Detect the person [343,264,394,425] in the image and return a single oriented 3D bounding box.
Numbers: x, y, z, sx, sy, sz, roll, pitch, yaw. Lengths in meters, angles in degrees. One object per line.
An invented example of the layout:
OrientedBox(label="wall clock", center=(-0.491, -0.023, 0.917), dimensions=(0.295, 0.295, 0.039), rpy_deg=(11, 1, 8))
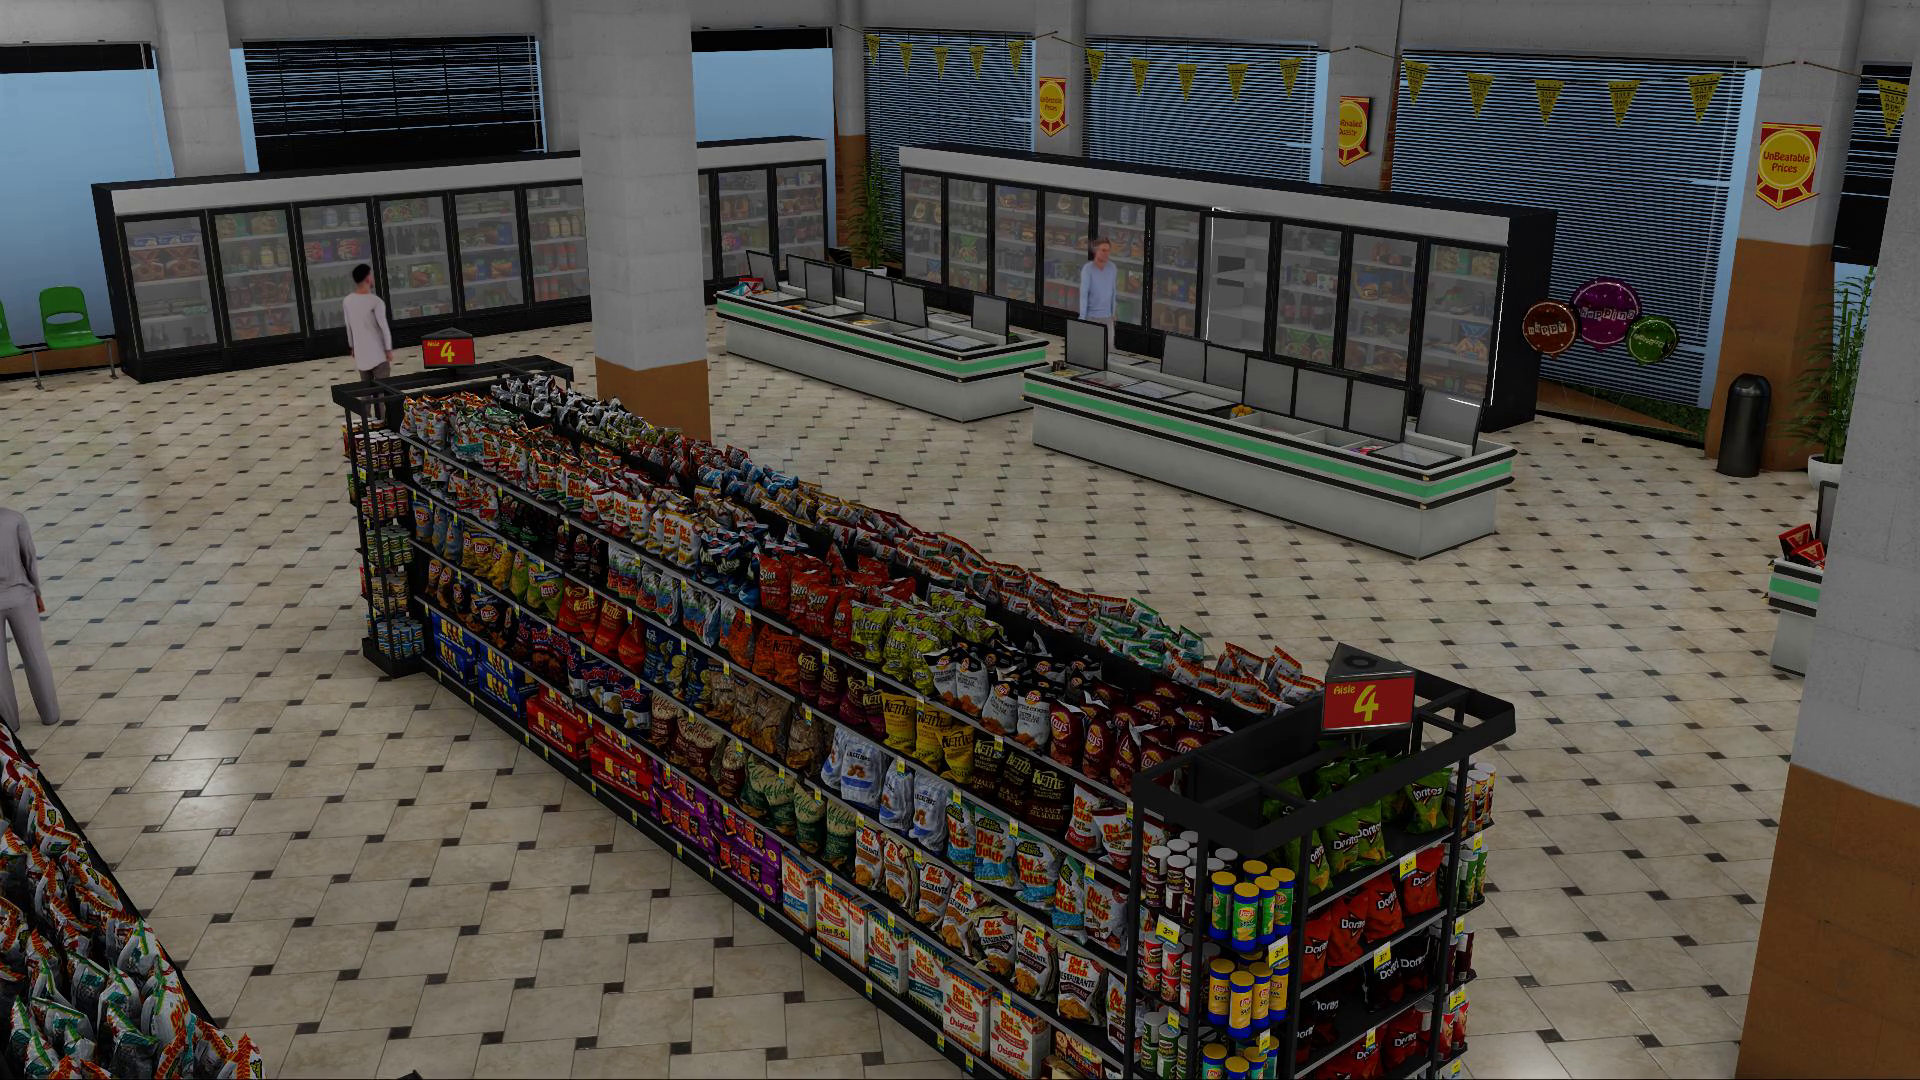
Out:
OrientedBox(label="person", center=(-6.201, -1.993, 17.512), dimensions=(0.679, 1.839, 0.806), rpy_deg=(6, 20, 18))

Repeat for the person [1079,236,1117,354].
OrientedBox(label="person", center=(1.554, -2.549, 19.092), dimensions=(0.720, 1.884, 0.669), rpy_deg=(-10, 21, -27))

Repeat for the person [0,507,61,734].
OrientedBox(label="person", center=(-6.117, 0.388, 10.610), dimensions=(0.634, 1.736, 0.518), rpy_deg=(-15, 24, -37))
